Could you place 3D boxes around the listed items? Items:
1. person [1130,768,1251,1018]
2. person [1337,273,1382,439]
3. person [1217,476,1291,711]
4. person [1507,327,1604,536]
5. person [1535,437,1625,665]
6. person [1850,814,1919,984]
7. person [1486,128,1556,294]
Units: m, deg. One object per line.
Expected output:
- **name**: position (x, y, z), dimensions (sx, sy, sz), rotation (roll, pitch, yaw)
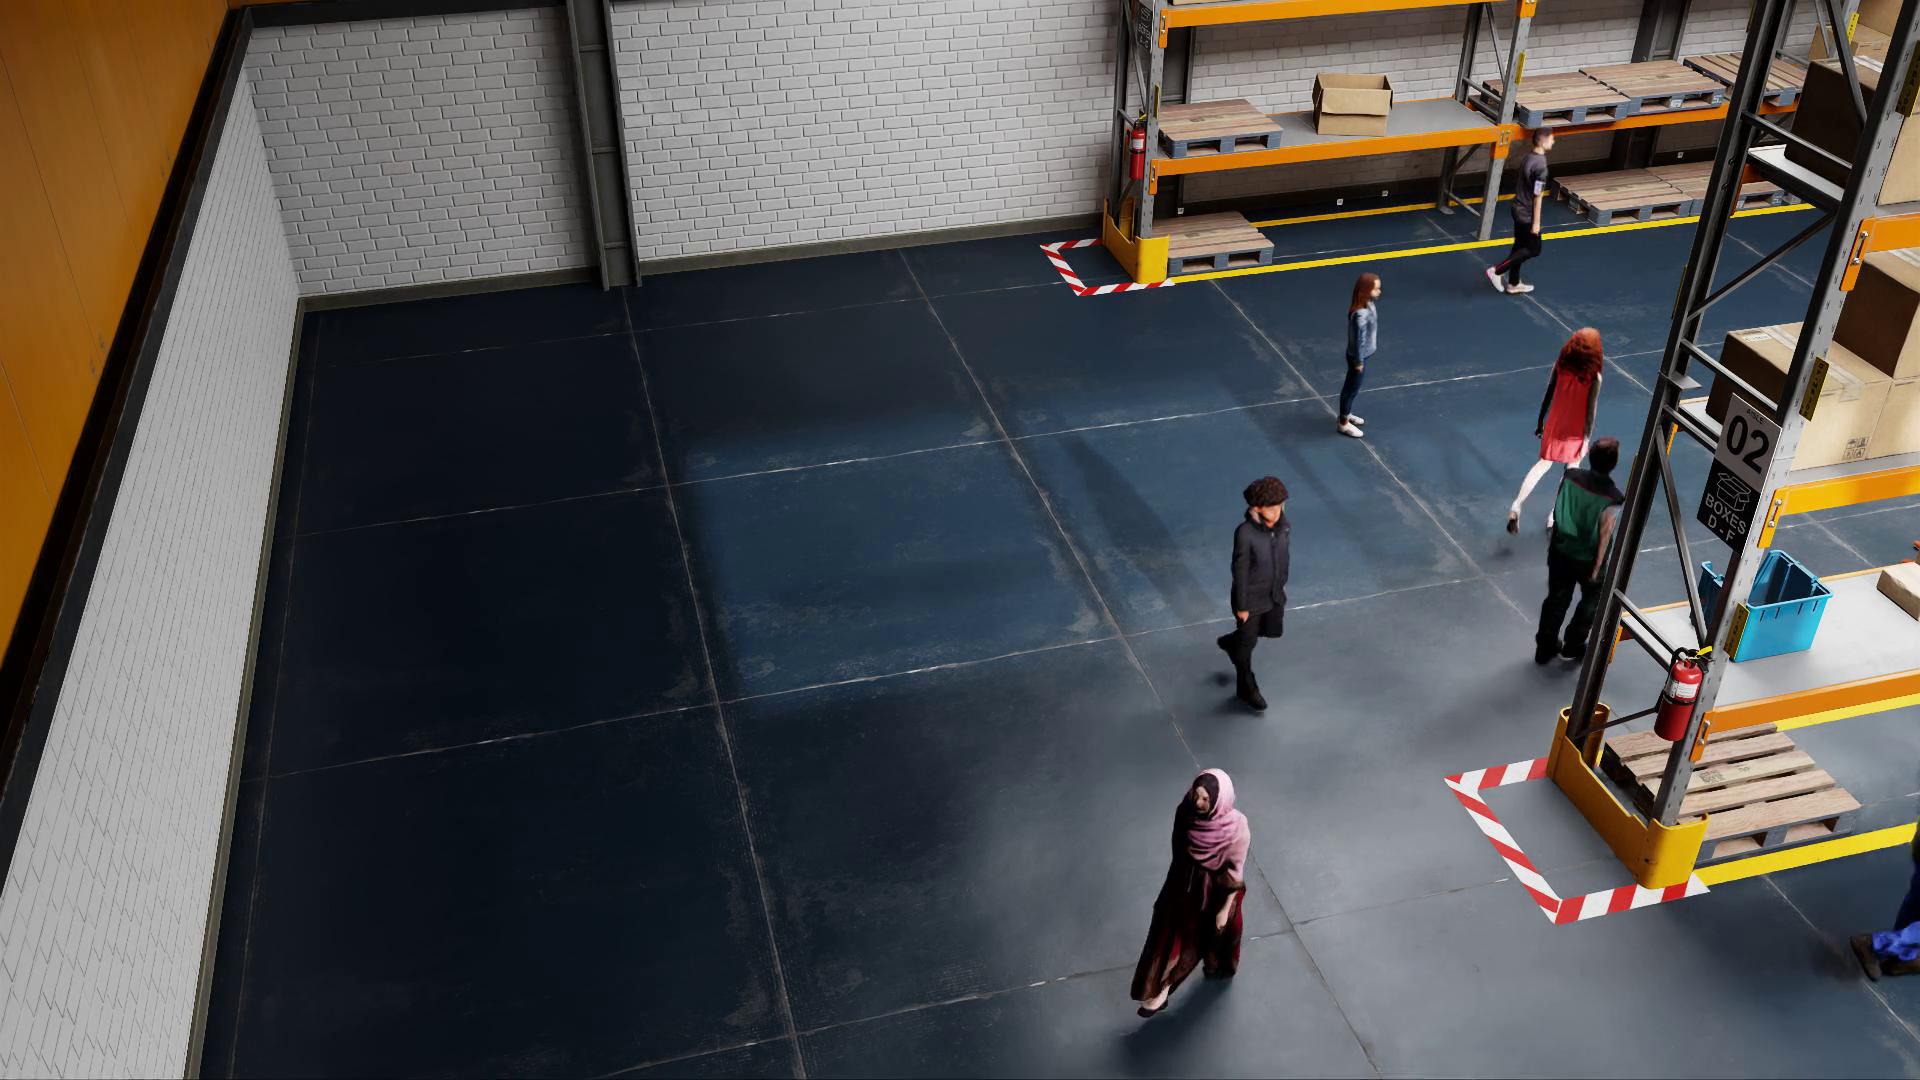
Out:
- **person**: position (1.390, 1.856, 9.111), dimensions (1.040, 1.618, 1.167), rotation (23, 40, 31)
- **person**: position (3.466, -1.625, 14.475), dimensions (0.648, 1.476, 0.632), rotation (9, 35, 14)
- **person**: position (1.980, 0.307, 11.310), dimensions (0.879, 1.763, 0.853), rotation (-21, 39, -28)
- **person**: position (4.646, -0.789, 12.920), dimensions (1.129, 1.806, 0.907), rotation (-26, 42, -34)
- **person**: position (4.249, 0.111, 11.544), dimensions (0.817, 1.830, 0.779), rotation (-25, 41, -33)
- **person**: position (5.319, 1.748, 9.103), dimensions (0.929, 1.805, 0.812), rotation (1, 34, 2)
- **person**: position (5.620, -3.271, 16.700), dimensions (0.873, 1.755, 0.781), rotation (1, 34, 2)
